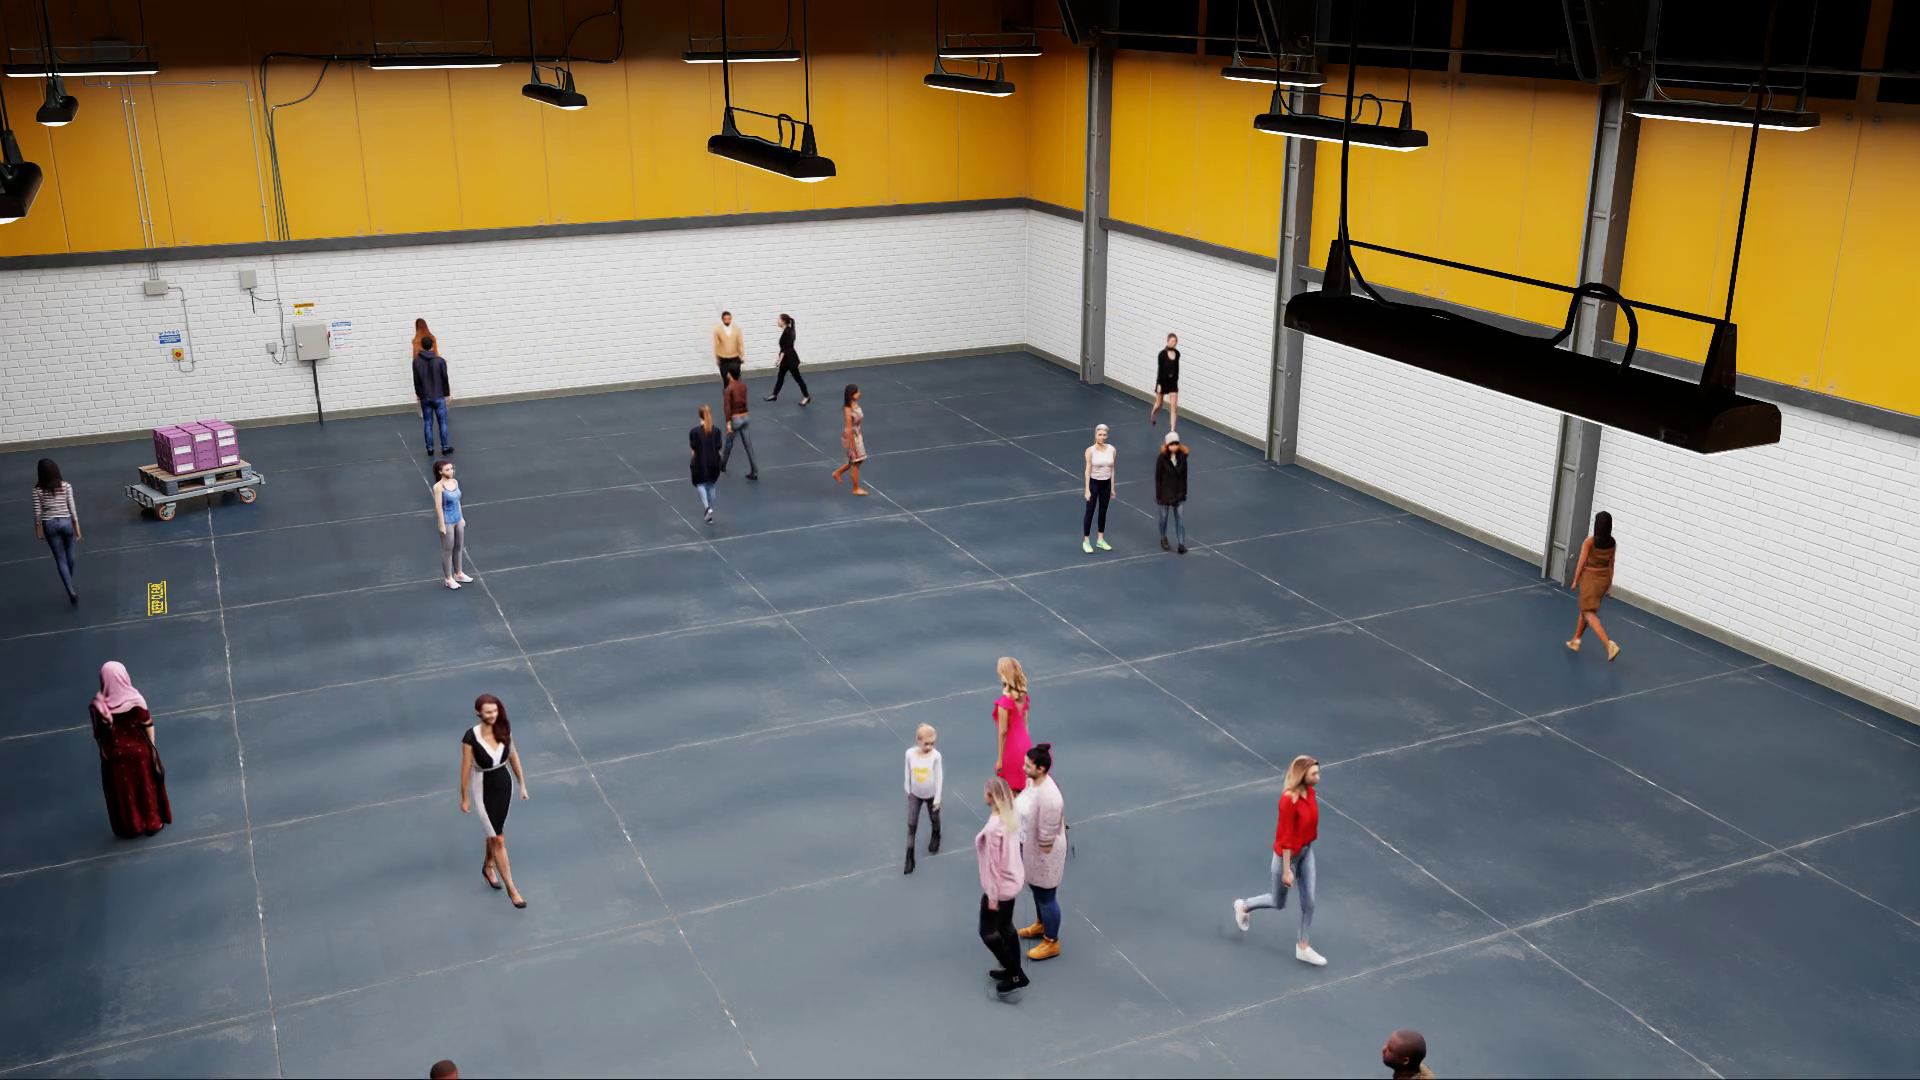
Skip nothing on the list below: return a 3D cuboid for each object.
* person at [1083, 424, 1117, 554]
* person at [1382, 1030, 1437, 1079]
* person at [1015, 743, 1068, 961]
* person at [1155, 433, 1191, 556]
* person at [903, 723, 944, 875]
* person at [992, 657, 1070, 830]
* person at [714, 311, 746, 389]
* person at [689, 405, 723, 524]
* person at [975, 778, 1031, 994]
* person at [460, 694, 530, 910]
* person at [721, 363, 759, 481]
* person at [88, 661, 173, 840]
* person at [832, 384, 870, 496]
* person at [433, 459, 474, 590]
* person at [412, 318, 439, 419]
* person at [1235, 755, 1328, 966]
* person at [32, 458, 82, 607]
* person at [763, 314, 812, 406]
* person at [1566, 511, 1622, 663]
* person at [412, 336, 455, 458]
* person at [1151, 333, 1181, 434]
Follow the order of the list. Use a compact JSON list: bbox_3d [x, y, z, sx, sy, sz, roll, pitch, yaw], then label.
[{"bbox_3d":[1.810,-0.693,21.706,0.589,1.702,0.527,-8,20,-22],"label":"person"},{"bbox_3d":[2.472,3.513,9.080,1.133,1.791,1.108,5,19,15],"label":"person"},{"bbox_3d":[0.630,2.334,12.657,0.803,1.741,0.641,-4,19,-11],"label":"person"},{"bbox_3d":[2.724,-0.631,21.674,0.786,1.606,1.032,-4,19,-10],"label":"person"},{"bbox_3d":[-0.278,2.123,14.065,0.806,1.242,0.955,4,19,11],"label":"person"},{"bbox_3d":[0.541,1.840,14.192,1.047,1.697,0.950,9,21,24],"label":"person"},{"bbox_3d":[-4.025,-3.147,28.946,0.746,1.733,0.730,-3,19,-8],"label":"person"},{"bbox_3d":[-3.434,-1.005,22.680,0.649,1.673,0.793,-7,20,-20],"label":"person"},{"bbox_3d":[0.351,2.543,12.160,0.840,1.662,0.781,9,20,24],"label":"person"},{"bbox_3d":[-3.824,2.054,13.442,1.061,1.770,0.871,15,24,38],"label":"person"},{"bbox_3d":[-3.223,-1.709,24.699,1.257,1.718,0.929,17,25,41],"label":"person"},{"bbox_3d":[-7.210,1.806,14.385,0.694,1.639,0.646,-5,19,-15],"label":"person"},{"bbox_3d":[-1.626,-1.450,24.062,0.942,1.633,0.898,4,19,12],"label":"person"},{"bbox_3d":[-6.263,-0.216,20.434,0.716,1.610,0.659,7,20,20],"label":"person"},{"bbox_3d":[-9.066,-2.924,28.307,0.691,1.717,0.703,17,25,41],"label":"person"},{"bbox_3d":[2.452,2.392,12.573,1.093,1.685,0.843,17,25,40],"label":"person"},{"bbox_3d":[-10.678,-0.045,19.734,0.693,1.733,1.205,-11,22,-30],"label":"person"},{"bbox_3d":[-2.876,-3.107,29.017,0.839,1.612,1.061,-4,19,-11],"label":"person"},{"bbox_3d":[6.954,0.543,18.109,0.593,1.656,1.055,-7,20,-21],"label":"person"},{"bbox_3d":[-8.254,-2.256,26.049,0.731,1.893,0.654,-3,19,-8],"label":"person"},{"bbox_3d":[3.332,-2.494,26.994,0.679,1.741,1.120,-6,19,-17],"label":"person"}]
